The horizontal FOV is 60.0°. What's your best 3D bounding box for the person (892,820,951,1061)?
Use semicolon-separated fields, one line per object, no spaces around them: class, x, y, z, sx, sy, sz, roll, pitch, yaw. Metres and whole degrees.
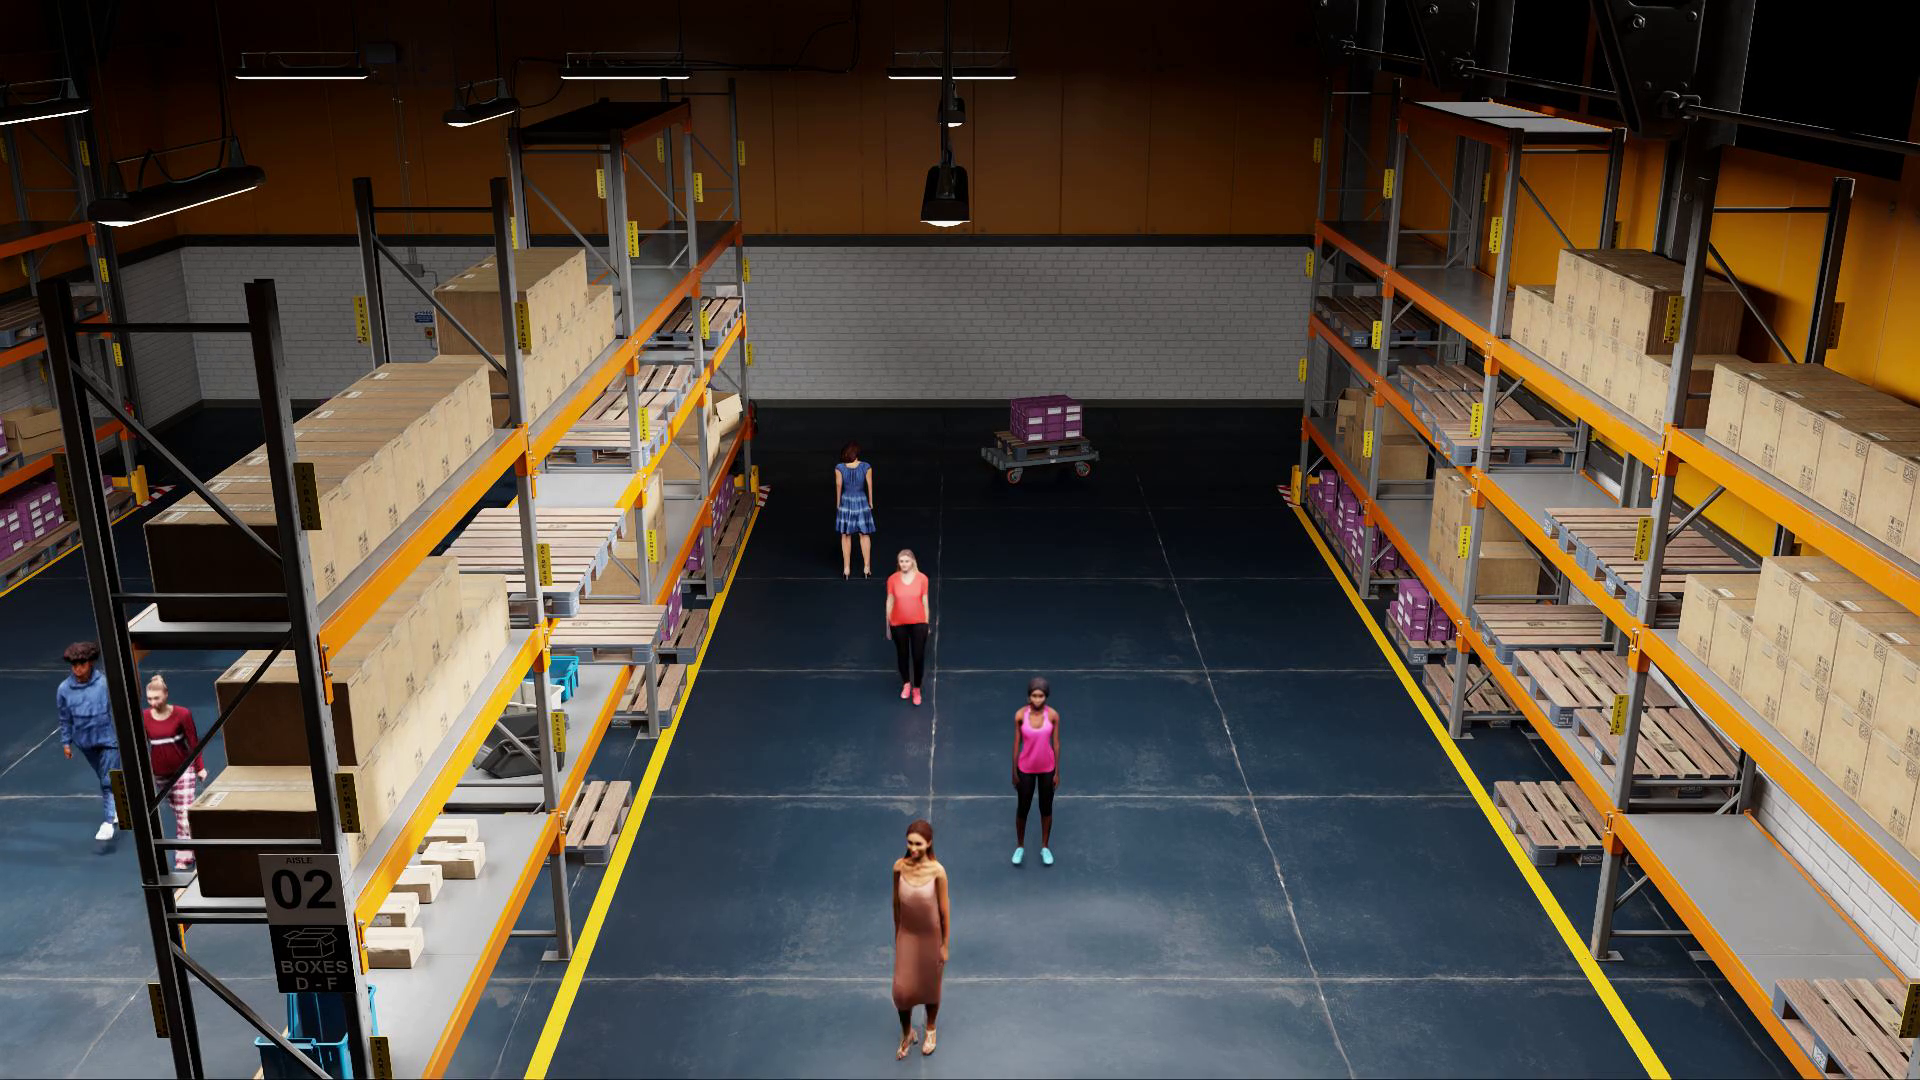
person;-0.233;2.760;11.667;0.666;1.820;0.697;4;19;13

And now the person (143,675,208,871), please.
person;-6.747;1.948;14.308;0.732;1.673;1.020;-2;19;-7

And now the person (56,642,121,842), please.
person;-7.643;1.725;14.810;0.739;1.777;1.083;-1;19;-4

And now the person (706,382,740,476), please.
person;-3.710;-1.705;24.952;0.980;1.804;1.056;3;19;8

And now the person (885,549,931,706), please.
person;-0.529;0.877;17.489;0.630;1.674;0.695;2;19;5

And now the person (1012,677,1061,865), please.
person;0.655;1.958;14.201;0.558;1.724;0.535;0;19;1

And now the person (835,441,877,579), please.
person;-1.337;-0.383;21.023;0.673;1.805;0.573;-1;19;-3
